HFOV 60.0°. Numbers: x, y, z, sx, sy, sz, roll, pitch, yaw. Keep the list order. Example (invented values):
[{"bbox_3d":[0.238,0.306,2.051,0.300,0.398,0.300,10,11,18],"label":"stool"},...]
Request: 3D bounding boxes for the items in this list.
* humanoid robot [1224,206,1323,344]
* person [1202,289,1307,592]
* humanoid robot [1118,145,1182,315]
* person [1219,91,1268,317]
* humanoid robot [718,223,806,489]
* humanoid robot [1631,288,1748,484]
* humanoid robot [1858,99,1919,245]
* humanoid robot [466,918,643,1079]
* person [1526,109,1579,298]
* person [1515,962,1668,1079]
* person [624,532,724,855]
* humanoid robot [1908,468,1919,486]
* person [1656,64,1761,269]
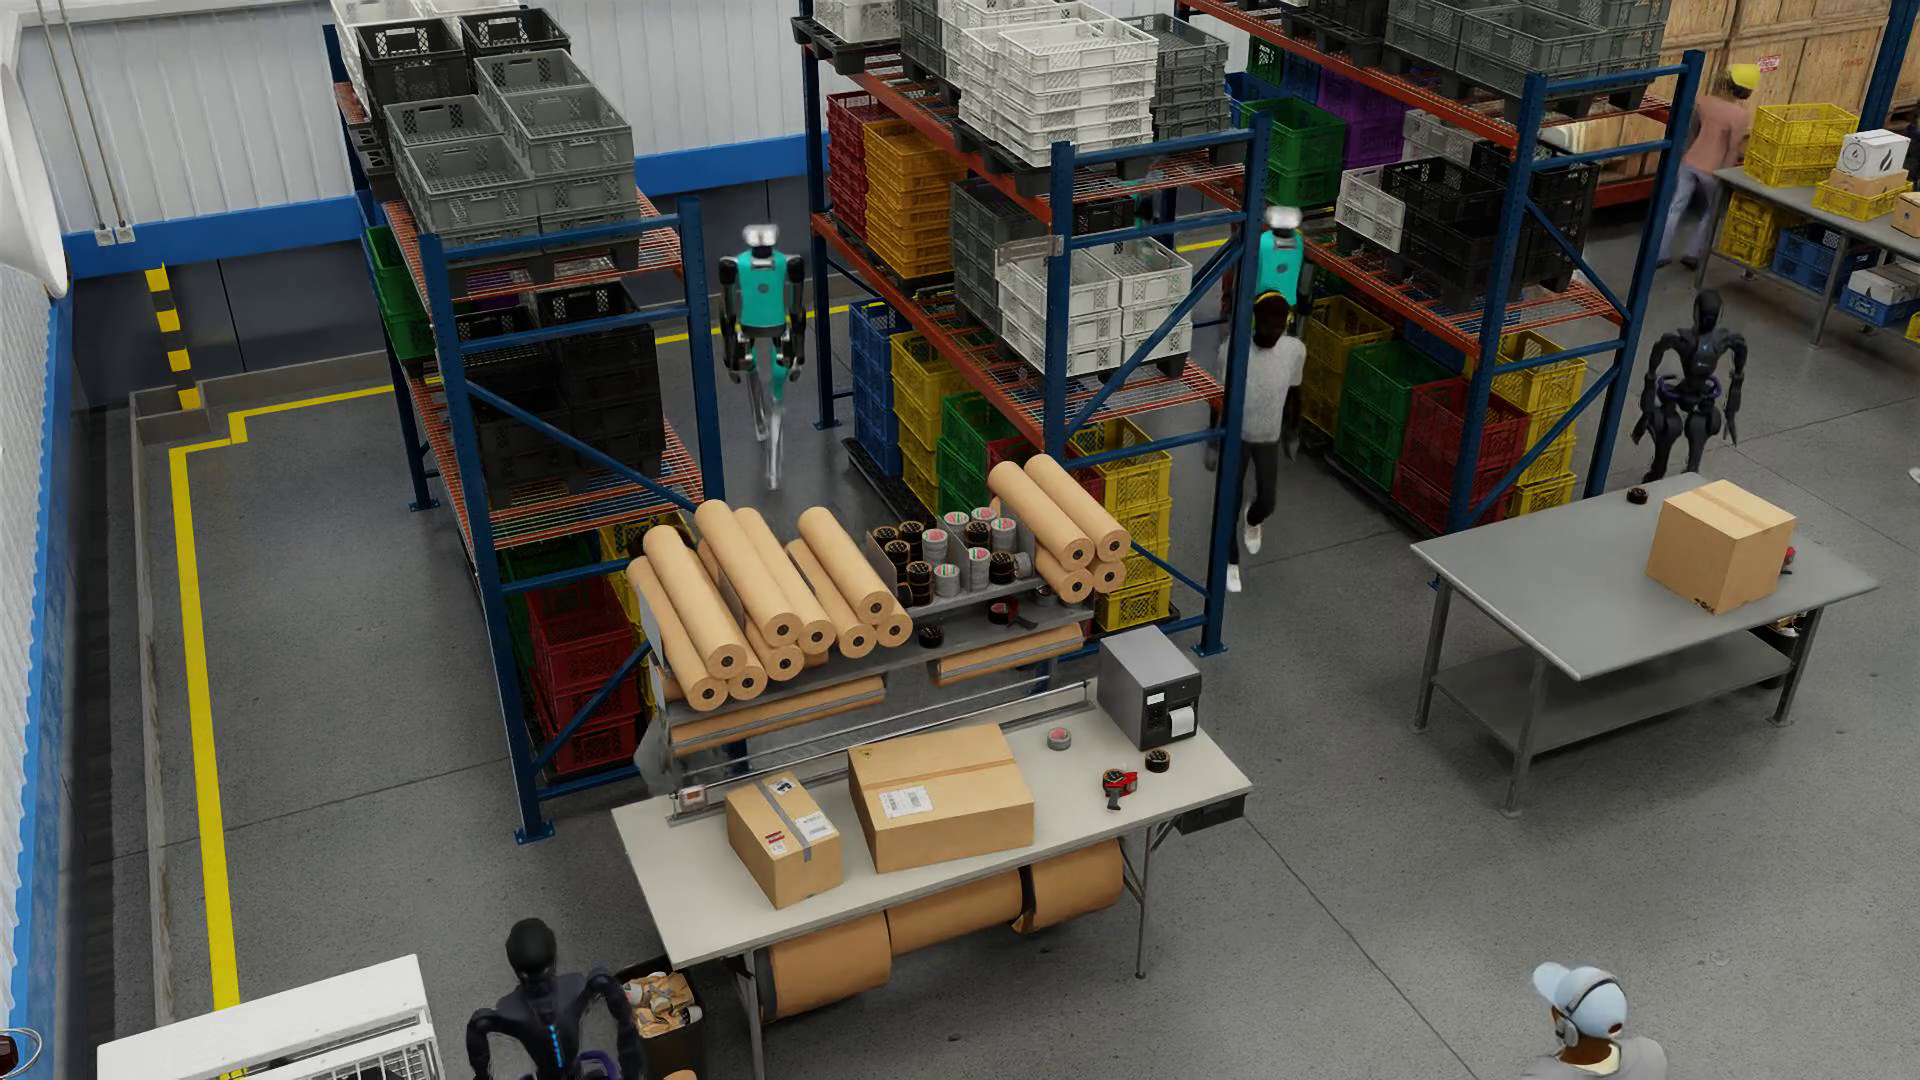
[{"bbox_3d":[1.969,-1.420,10.859,0.534,1.746,0.764,-2,32,-3],"label":"humanoid robot"},{"bbox_3d":[1.654,-0.588,9.422,0.550,1.847,0.474,1,32,2],"label":"person"},{"bbox_3d":[1.492,-2.304,12.347,0.764,1.811,0.539,-8,32,-12],"label":"humanoid robot"},{"bbox_3d":[2.156,-2.461,12.395,0.393,1.919,0.590,-4,32,-7],"label":"person"},{"bbox_3d":[-1.265,-1.280,10.707,0.541,1.784,1.020,-5,32,-7],"label":"humanoid robot"},{"bbox_3d":[4.351,-0.779,9.933,0.608,1.635,0.661,5,32,8],"label":"humanoid robot"},{"bbox_3d":[7.989,-3.242,13.898,0.615,1.648,0.446,-11,33,-17],"label":"humanoid robot"},{"bbox_3d":[-1.301,1.925,5.559,0.587,1.630,0.811,-15,35,-23],"label":"humanoid robot"},{"bbox_3d":[4.513,-2.754,12.988,0.985,1.790,0.643,16,35,25],"label":"person"},{"bbox_3d":[1.815,2.014,5.190,0.589,1.852,0.378,-13,34,-20],"label":"person"},{"bbox_3d":[-1.296,0.752,7.246,0.703,1.843,0.528,-9,33,-14],"label":"person"},{"bbox_3d":[6.375,-0.859,9.940,0.562,1.713,0.914,-17,35,-25],"label":"humanoid robot"},{"bbox_3d":[6.041,-3.010,13.467,0.539,1.729,0.622,-16,35,-25],"label":"person"}]
